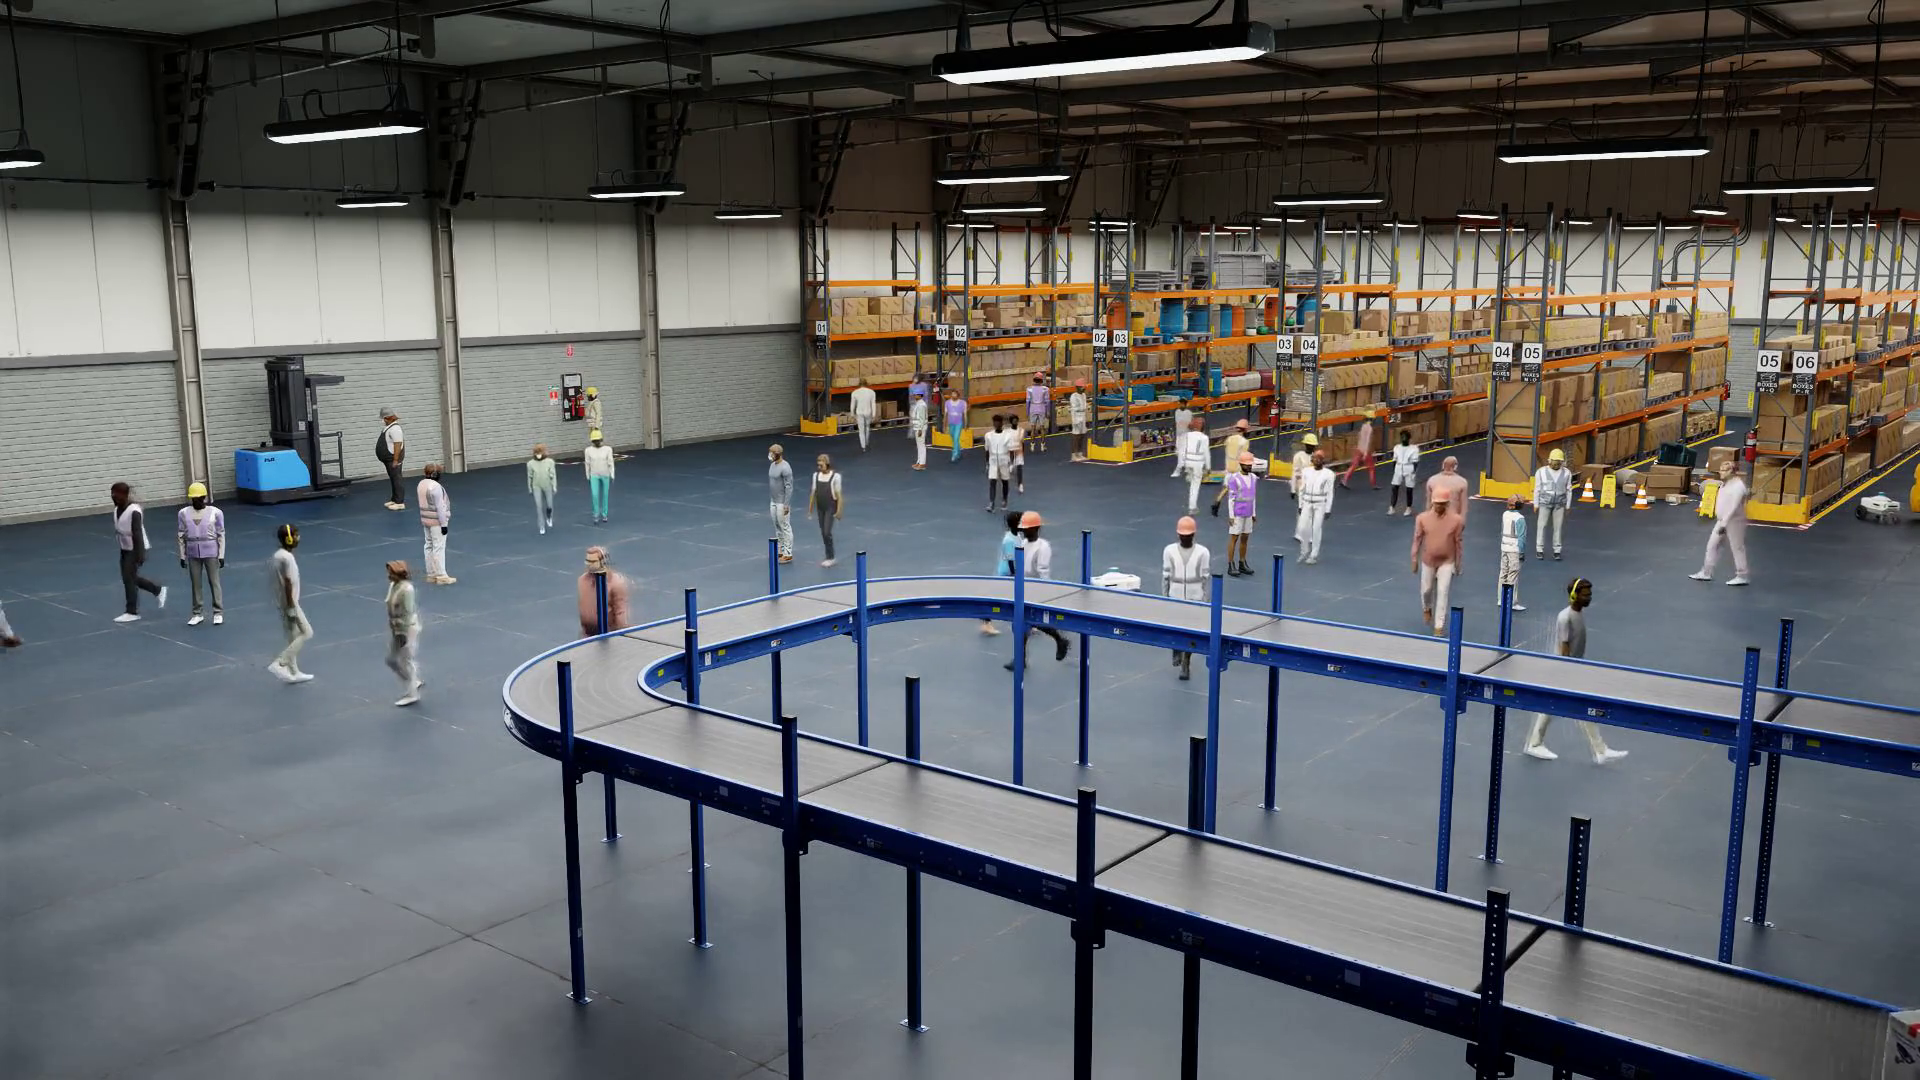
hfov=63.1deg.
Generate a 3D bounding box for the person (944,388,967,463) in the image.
[{"bbox_3d":[-0.093,-2.840,38.375,0.582,1.803,0.893,4,11,19],"label":"person"}]

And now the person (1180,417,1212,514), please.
[{"bbox_3d":[4.629,-1.456,30.401,0.594,1.862,0.616,-9,13,-41],"label":"person"}]

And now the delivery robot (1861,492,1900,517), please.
[{"bbox_3d":[17.325,-0.655,29.443,0.477,0.478,0.707,-1,10,-6],"label":"delivery robot"}]

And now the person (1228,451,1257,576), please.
[{"bbox_3d":[4.419,-0.418,24.363,0.547,1.938,0.379,-6,12,-32],"label":"person"}]

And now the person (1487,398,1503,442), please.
[{"bbox_3d":[13.221,-2.787,38.367,0.500,1.694,0.893,7,12,34],"label":"person"}]

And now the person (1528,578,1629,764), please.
[{"bbox_3d":[5.996,1.281,15.149,0.938,1.816,0.534,10,14,44],"label":"person"}]

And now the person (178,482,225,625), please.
[{"bbox_3d":[-10.179,0.180,21.020,0.587,1.930,0.359,-2,10,-9],"label":"person"}]

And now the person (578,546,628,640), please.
[{"bbox_3d":[-3.782,0.974,16.700,0.645,1.878,0.888,5,11,25],"label":"person"}]

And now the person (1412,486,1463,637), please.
[{"bbox_3d":[6.275,0.242,20.576,0.631,1.973,0.773,3,11,17],"label":"person"}]

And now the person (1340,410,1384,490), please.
[{"bbox_3d":[8.602,-1.922,33.454,0.925,1.717,0.532,-1,10,-8],"label":"person"}]

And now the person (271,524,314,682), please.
[{"bbox_3d":[-7.710,0.738,18.069,0.403,1.854,0.524,-7,12,-33],"label":"person"}]

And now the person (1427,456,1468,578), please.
[{"bbox_3d":[7.539,-0.359,24.187,0.647,1.889,0.584,6,12,30],"label":"person"}]

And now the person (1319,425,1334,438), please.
[{"bbox_3d":[10.145,-3.711,43.170,0.633,1.843,0.429,9,13,41],"label":"person"}]

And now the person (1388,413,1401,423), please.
[{"bbox_3d":[13.176,-4.333,47.236,0.307,1.639,0.525,-4,11,-23],"label":"person"}]

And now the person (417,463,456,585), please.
[{"bbox_3d":[-7.945,-0.255,23.716,0.627,1.844,0.429,10,14,43],"label":"person"}]

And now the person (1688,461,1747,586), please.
[{"bbox_3d":[11.509,-0.248,23.610,0.888,1.870,0.668,0,10,2],"label":"person"}]

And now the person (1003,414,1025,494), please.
[{"bbox_3d":[1.121,-1.856,33.243,0.541,1.655,0.867,-3,10,-15],"label":"person"}]

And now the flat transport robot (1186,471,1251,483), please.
[{"bbox_3d":[5.762,-1.401,34.708,1.431,0.197,0.652,0,10,1],"label":"flat transport robot"}]

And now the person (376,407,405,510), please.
[{"bbox_3d":[-11.251,-1.611,30.909,0.536,2.000,0.682,-5,11,-28],"label":"person"}]

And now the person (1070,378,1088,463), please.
[{"bbox_3d":[2.931,-2.926,38.188,0.392,2.039,0.614,8,13,37],"label":"person"}]

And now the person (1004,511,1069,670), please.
[{"bbox_3d":[0.921,0.590,18.753,0.802,1.916,0.558,-7,12,-33],"label":"person"}]

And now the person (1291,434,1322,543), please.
[{"bbox_3d":[6.104,-0.883,27.084,0.612,1.893,0.871,-6,12,-32],"label":"person"}]

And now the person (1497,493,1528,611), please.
[{"bbox_3d":[7.756,0.161,21.944,0.306,1.640,0.521,-2,10,-11],"label":"person"}]

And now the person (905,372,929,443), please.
[{"bbox_3d":[-1.164,-3.549,42.095,0.639,1.899,0.943,4,11,22],"label":"person"}]

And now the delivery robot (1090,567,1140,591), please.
[{"bbox_3d":[2.188,0.633,22.197,0.707,0.478,0.477,-4,11,-19],"label":"delivery robot"}]

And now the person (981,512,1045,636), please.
[{"bbox_3d":[0.676,0.443,20.343,0.884,1.640,0.546,3,11,16],"label":"person"}]

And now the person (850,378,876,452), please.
[{"bbox_3d":[-2.493,-3.237,40.390,0.647,1.889,1.044,-1,10,-7],"label":"person"}]

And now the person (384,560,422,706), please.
[{"bbox_3d":[-6.133,1.015,17.176,0.362,1.623,0.517,-10,14,-43],"label":"person"}]

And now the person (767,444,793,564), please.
[{"bbox_3d":[-2.915,-0.596,25.379,0.359,1.932,0.632,-6,12,-30],"label":"person"}]

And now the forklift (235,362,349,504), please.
[{"bbox_3d":[-13.803,-2.244,32.110,1.129,2.768,1.873,8,13,37],"label":"forklift"}]

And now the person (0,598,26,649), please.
[{"bbox_3d":[-12.175,0.470,19.464,0.918,1.902,0.673,1,10,8],"label":"person"}]

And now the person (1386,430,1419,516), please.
[{"bbox_3d":[8.449,-1.252,29.842,0.540,1.661,0.813,7,12,35],"label":"person"}]

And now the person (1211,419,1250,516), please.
[{"bbox_3d":[5.171,-1.347,29.731,0.814,1.904,0.587,-8,13,-38],"label":"person"}]

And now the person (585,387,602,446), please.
[{"bbox_3d":[-8.949,-2.832,38.236,0.404,1.837,0.587,-5,11,-24],"label":"person"}]

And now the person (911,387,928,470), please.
[{"bbox_3d":[-0.948,-2.638,36.823,0.381,1.951,0.605,-2,10,-9],"label":"person"}]

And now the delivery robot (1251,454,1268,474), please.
[{"bbox_3d":[6.584,-1.697,35.307,0.707,0.478,0.477,-3,10,-16],"label":"delivery robot"}]

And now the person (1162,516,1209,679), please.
[{"bbox_3d":[2.654,0.652,18.409,0.543,1.923,0.526,2,10,12],"label":"person"}]

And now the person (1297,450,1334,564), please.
[{"bbox_3d":[5.695,-0.525,25.163,0.602,1.864,0.551,7,12,35],"label":"person"}]

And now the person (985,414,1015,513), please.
[{"bbox_3d":[0.768,-1.493,30.481,0.628,1.911,1.008,3,10,14],"label":"person"}]

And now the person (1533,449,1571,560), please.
[{"bbox_3d":[9.703,-0.591,25.646,0.596,1.826,0.403,2,10,9],"label":"person"}]

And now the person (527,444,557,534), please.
[{"bbox_3d":[-7.523,-0.933,28.155,0.511,1.613,0.435,-3,10,-15],"label":"person"}]

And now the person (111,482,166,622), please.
[{"bbox_3d":[-11.299,0.129,21.425,0.598,1.896,0.732,8,13,37],"label":"person"}]

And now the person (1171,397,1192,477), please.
[{"bbox_3d":[5.083,-2.365,35.634,0.635,1.835,0.564,-9,13,-40],"label":"person"}]

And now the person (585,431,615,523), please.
[{"bbox_3d":[-6.712,-1.167,29.166,0.533,1.725,0.867,-2,10,-12],"label":"person"}]

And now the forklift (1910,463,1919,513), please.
[{"bbox_3d":[19.034,-1.348,28.998,2.313,2.155,1.214,8,13,37],"label":"forklift"}]

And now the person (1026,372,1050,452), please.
[{"bbox_3d":[2.007,-3.307,40.326,0.616,2.041,0.377,1,10,6],"label":"person"}]

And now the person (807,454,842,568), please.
[{"bbox_3d":[-2.177,-0.459,24.957,0.499,1.815,0.619,7,12,33],"label":"person"}]
